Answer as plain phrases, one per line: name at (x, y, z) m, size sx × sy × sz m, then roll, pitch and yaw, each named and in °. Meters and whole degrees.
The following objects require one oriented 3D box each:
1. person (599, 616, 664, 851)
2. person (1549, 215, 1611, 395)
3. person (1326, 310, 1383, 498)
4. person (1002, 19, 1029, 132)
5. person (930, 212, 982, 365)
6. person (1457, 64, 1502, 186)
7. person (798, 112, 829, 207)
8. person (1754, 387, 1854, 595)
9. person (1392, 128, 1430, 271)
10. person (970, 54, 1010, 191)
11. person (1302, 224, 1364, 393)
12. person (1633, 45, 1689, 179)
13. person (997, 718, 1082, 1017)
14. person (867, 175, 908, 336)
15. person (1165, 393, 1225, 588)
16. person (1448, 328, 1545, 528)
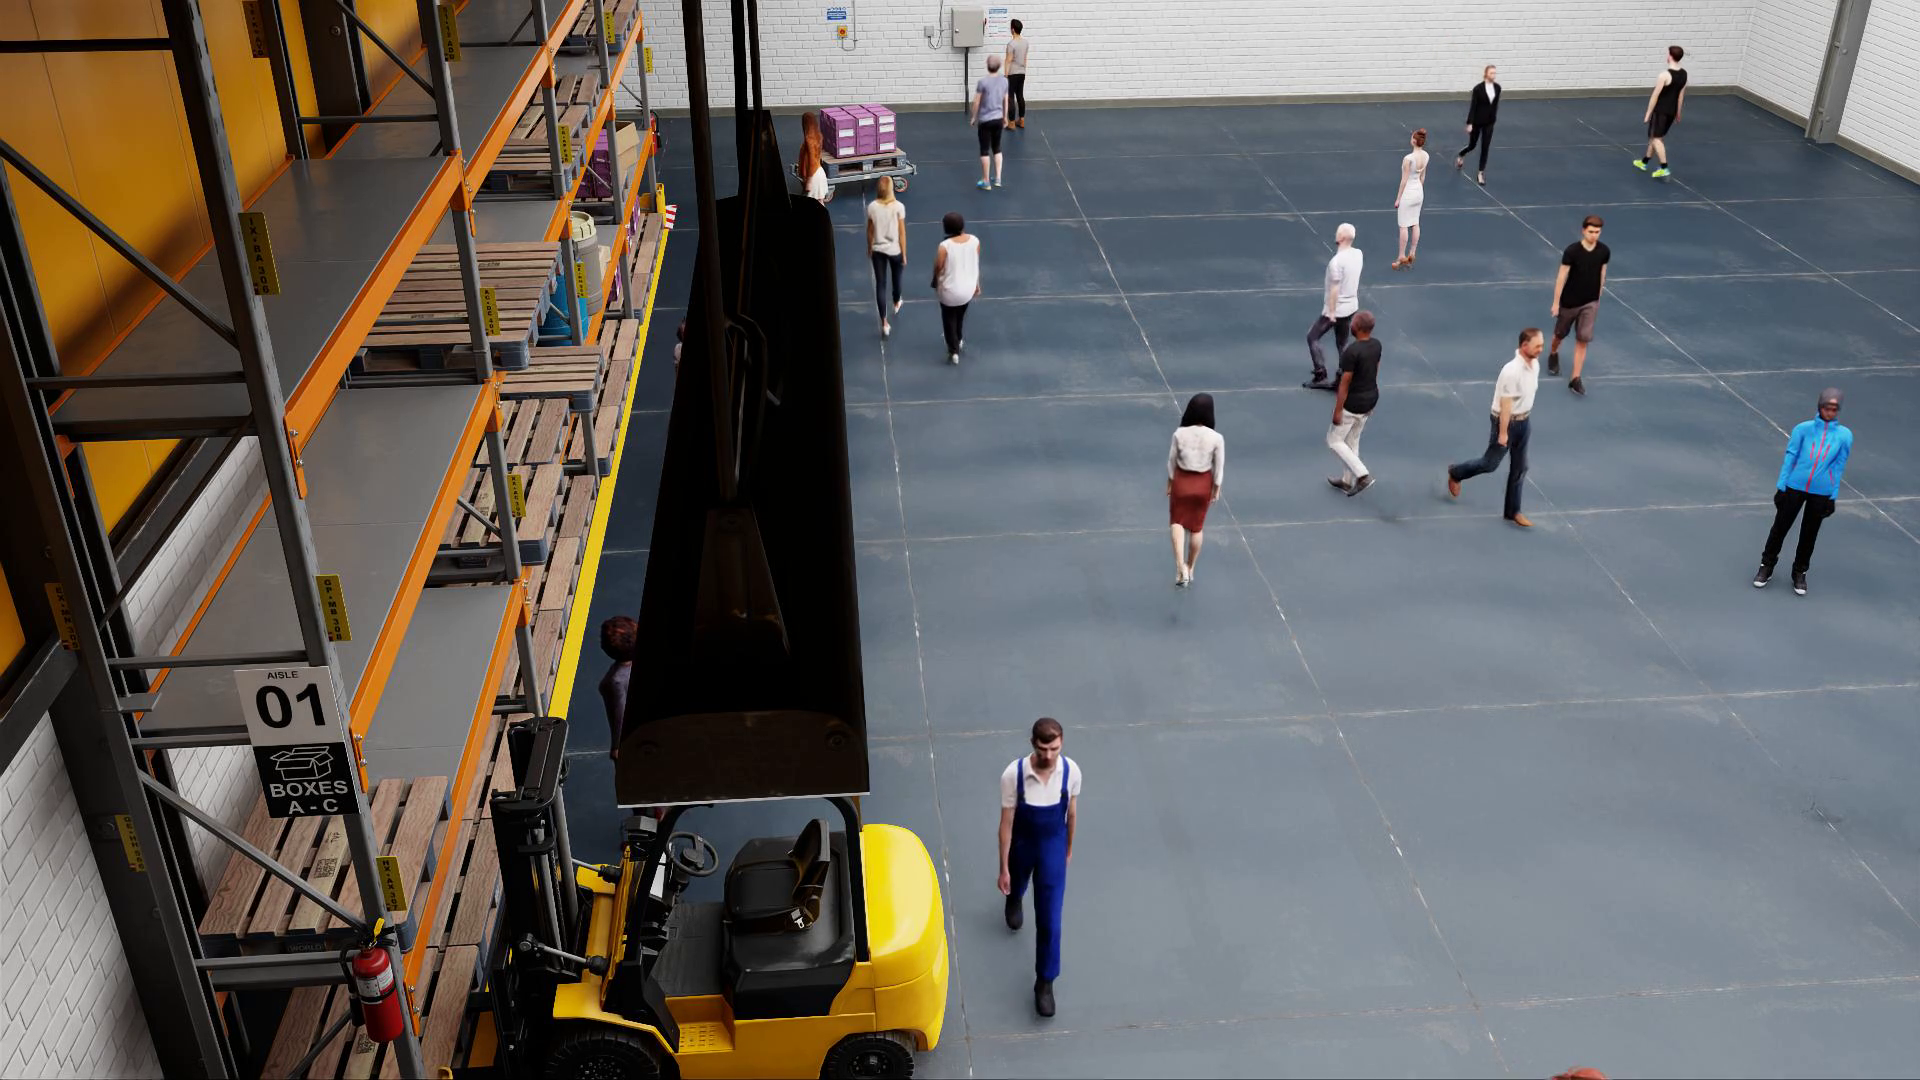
person at (-2.111, 1.239, 10.714) m, size 0.699 × 1.711 × 0.543 m, roll 5°, pitch 29°, yaw 9°
person at (6.485, -2.537, 17.511) m, size 0.785 × 1.831 × 1.236 m, roll 1°, pitch 29°, yaw 2°
person at (3.649, -1.191, 15.082) m, size 0.900 × 1.794 × 0.975 m, roll -23°, pitch 36°, yaw -36°
person at (0.890, -7.470, 26.670) m, size 0.678 × 1.718 × 0.716 m, roll -24°, pitch 37°, yaw -37°
person at (-0.044, -2.710, 18.004) m, size 0.895 × 1.662 × 1.018 m, roll -14°, pitch 32°, yaw -25°
person at (7.513, -6.031, 24.065) m, size 0.713 × 1.688 × 1.030 m, roll -6°, pitch 29°, yaw -12°
person at (-1.887, -4.701, 21.593) m, size 0.739 × 1.721 × 0.586 m, roll 5°, pitch 29°, yaw 8°
person at (6.967, -0.417, 13.660) m, size 0.699 × 1.797 × 0.695 m, roll 12°, pitch 31°, yaw 20°
person at (5.603, -4.235, 20.663) m, size 0.640 × 1.793 × 0.625 m, roll -17°, pitch 33°, yaw -28°
person at (0.439, -5.946, 23.707) m, size 0.773 × 1.882 × 0.779 m, roll -14°, pitch 31°, yaw -23°
person at (3.992, -2.359, 17.200) m, size 0.806 × 1.815 × 0.852 m, roll -22°, pitch 36°, yaw -35°
person at (10.271, -6.190, 24.175) m, size 0.925 × 1.861 × 1.186 m, roll -12°, pitch 31°, yaw -20°
person at (0.423, 1.749, 9.671) m, size 0.633 × 1.814 × 1.249 m, roll -2°, pitch 29°, yaw -4°
person at (-0.831, -3.169, 18.742) m, size 0.757 × 1.760 × 1.185 m, roll 2°, pitch 29°, yaw 4°
person at (1.891, -0.346, 13.589) m, size 0.689 × 1.739 × 0.781 m, roll 3°, pitch 29°, yaw 6°
person at (4.789, -1.048, 14.789) m, size 1.011 × 1.822 × 1.246 m, roll -18°, pitch 34°, yaw -30°
